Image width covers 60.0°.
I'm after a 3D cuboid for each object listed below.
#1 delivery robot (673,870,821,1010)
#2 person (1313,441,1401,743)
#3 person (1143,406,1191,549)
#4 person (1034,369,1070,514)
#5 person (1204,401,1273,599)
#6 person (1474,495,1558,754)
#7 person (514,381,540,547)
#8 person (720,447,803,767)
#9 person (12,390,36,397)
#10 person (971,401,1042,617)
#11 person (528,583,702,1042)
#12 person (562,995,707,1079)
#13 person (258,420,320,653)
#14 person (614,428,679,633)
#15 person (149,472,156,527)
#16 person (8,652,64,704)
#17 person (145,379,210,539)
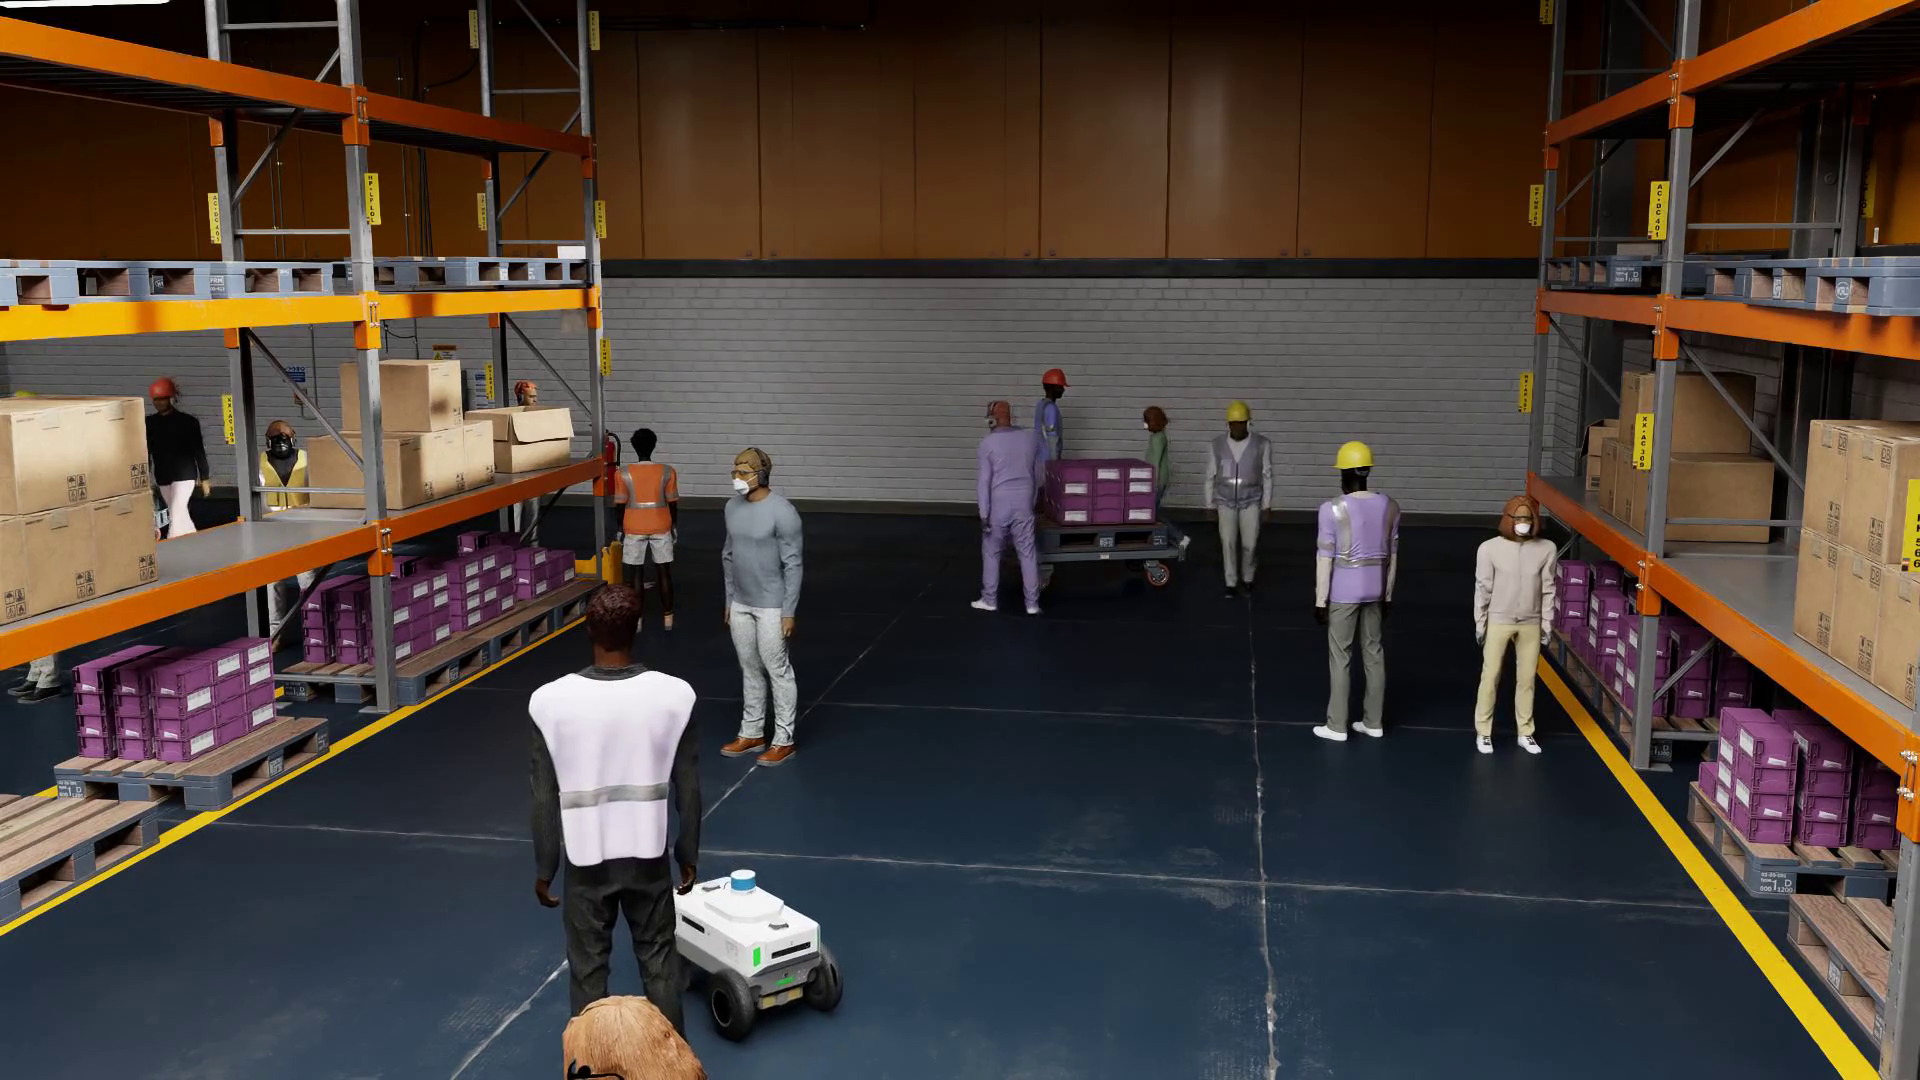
[{"bbox_3d":[-0.877,1.585,6.755,0.477,0.478,0.707,-7,12,-38],"label":"delivery robot"},{"bbox_3d":[2.508,0.329,10.603,0.588,1.918,0.397,-3,10,-20],"label":"person"},{"bbox_3d":[2.070,-0.576,17.097,0.523,1.618,0.519,1,9,8],"label":"person"},{"bbox_3d":[0.987,-0.893,18.084,0.375,1.934,0.547,-2,9,-11],"label":"person"},{"bbox_3d":[2.521,-0.355,15.124,0.619,1.815,0.420,3,10,17],"label":"person"},{"bbox_3d":[3.426,0.527,10.287,0.495,1.626,0.284,0,9,1],"label":"person"},{"bbox_3d":[-4.437,-0.683,16.969,0.346,1.879,0.580,5,10,27],"label":"person"},{"bbox_3d":[-1.209,0.400,10.097,0.630,1.938,0.369,8,12,41],"label":"person"},{"bbox_3d":[-8.450,-0.410,15.152,0.412,1.913,0.617,6,11,33],"label":"person"},{"bbox_3d":[0.432,-0.273,14.512,0.668,1.867,0.685,-5,10,-27],"label":"person"},{"bbox_3d":[-1.197,1.108,5.847,0.595,1.909,0.413,-3,10,-19],"label":"person"},{"bbox_3d":[-0.618,1.669,3.239,0.298,1.623,0.503,1,9,6],"label":"person"},{"bbox_3d":[-5.275,-0.027,13.062,0.629,1.837,0.429,-4,10,-22],"label":"person"},{"bbox_3d":[-2.595,-0.080,13.797,0.540,1.696,0.317,-3,10,-19],"label":"person"},{"bbox_3d":[-7.233,-0.227,14.166,0.651,1.900,0.971,-1,9,-4],"label":"person"},{"bbox_3d":[-6.492,0.218,11.544,0.404,1.829,0.600,-7,12,-38],"label":"person"},{"bbox_3d":[-7.734,-0.606,16.301,0.643,1.942,1.023,2,9,13],"label":"person"}]
